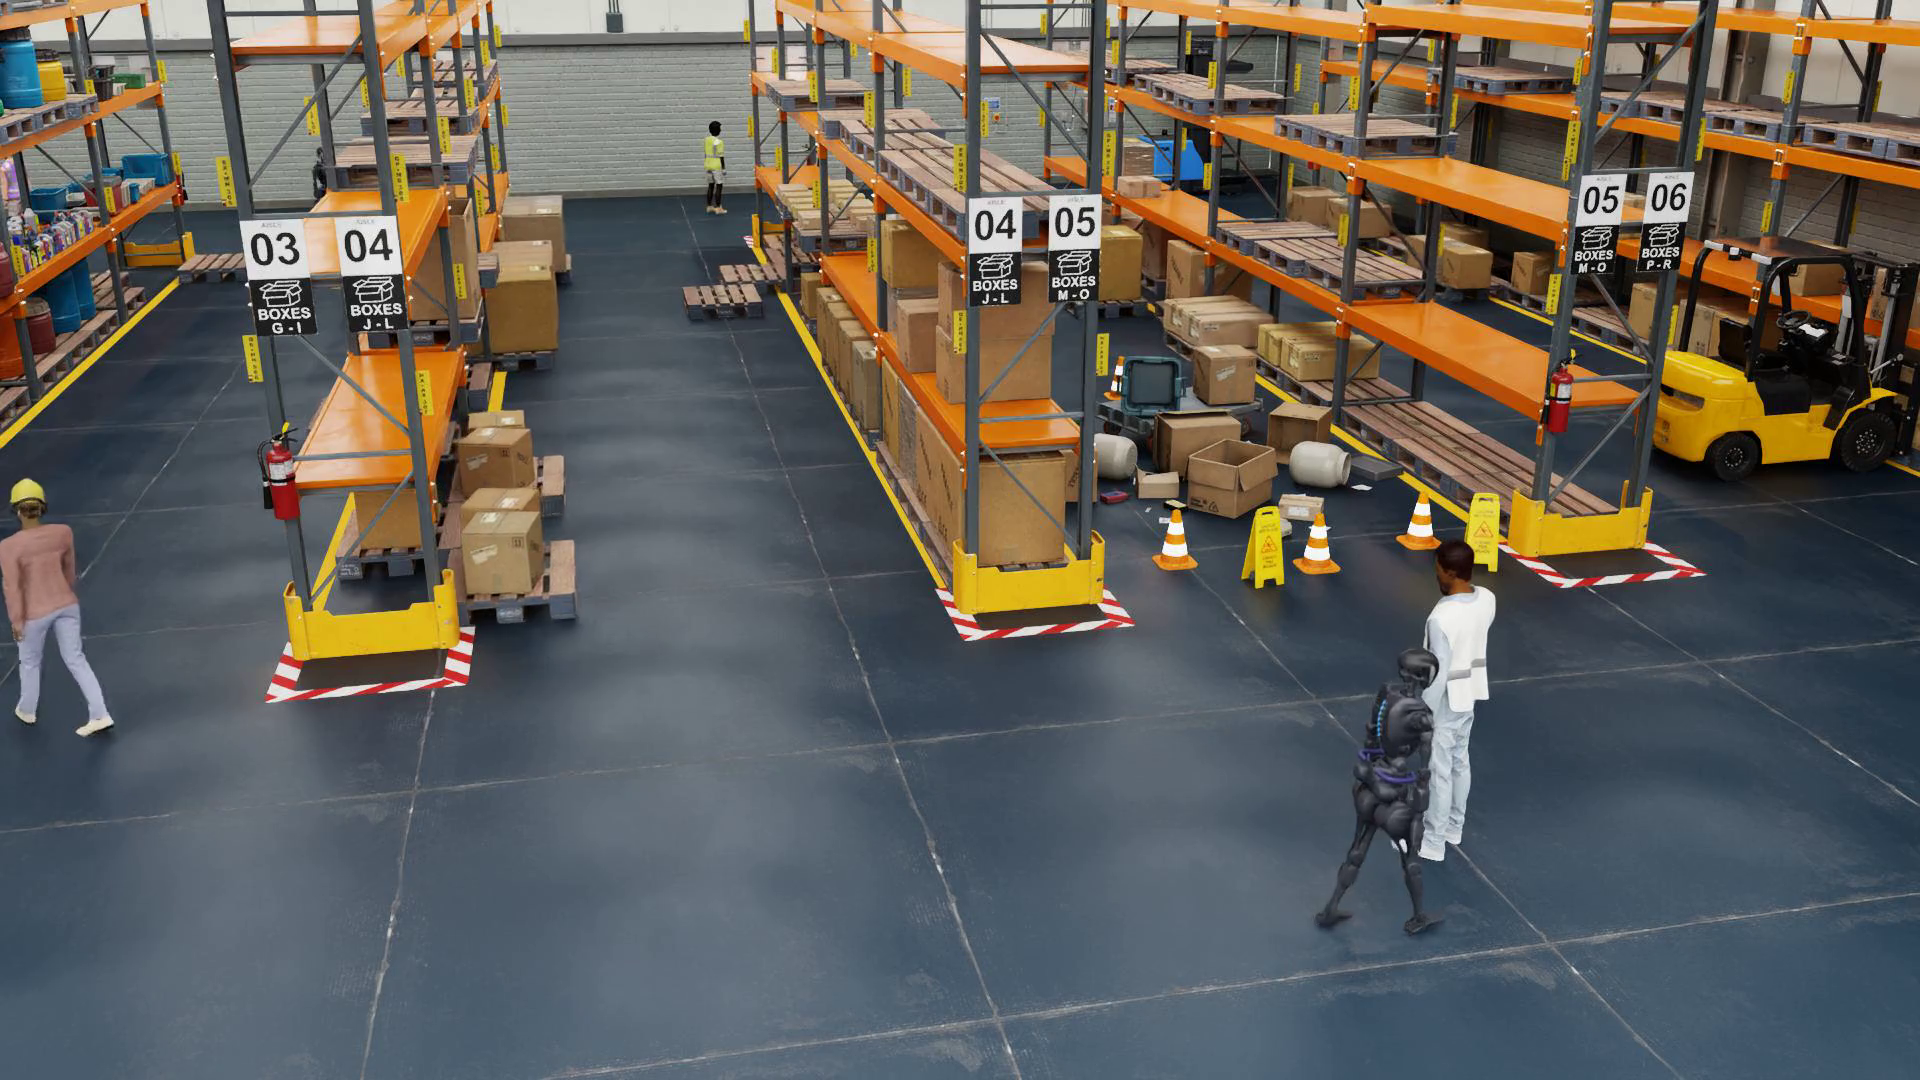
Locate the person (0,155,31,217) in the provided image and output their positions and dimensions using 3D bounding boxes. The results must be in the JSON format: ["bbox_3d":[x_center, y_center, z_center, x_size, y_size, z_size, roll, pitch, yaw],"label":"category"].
[{"bbox_3d":[-15.370,-5.564,27.151,0.349,1.688,0.491,11,23,26],"label":"person"}]

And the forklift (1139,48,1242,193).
[{"bbox_3d":[4.566,-8.313,32.860,1.873,2.768,1.129,-4,21,-12],"label":"forklift"}]

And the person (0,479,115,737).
[{"bbox_3d":[-5.982,0.454,10.905,0.874,1.707,0.556,11,23,28],"label":"person"}]

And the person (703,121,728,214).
[{"bbox_3d":[-4.505,-6.847,30.603,0.538,1.687,0.319,18,27,39],"label":"person"}]

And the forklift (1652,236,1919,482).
[{"bbox_3d":[8.013,-1.814,16.330,2.313,2.155,1.214,-4,21,-12],"label":"forklift"}]

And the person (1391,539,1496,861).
[{"bbox_3d":[2.762,0.907,9.400,0.393,1.914,0.587,18,27,39],"label":"person"}]

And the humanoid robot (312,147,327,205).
[{"bbox_3d":[-10.366,-5.622,27.337,0.613,1.637,0.615,7,21,17],"label":"humanoid robot"}]

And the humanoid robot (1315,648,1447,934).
[{"bbox_3d":[2.263,1.307,8.715,0.656,1.638,0.609,-6,21,-15],"label":"humanoid robot"}]
